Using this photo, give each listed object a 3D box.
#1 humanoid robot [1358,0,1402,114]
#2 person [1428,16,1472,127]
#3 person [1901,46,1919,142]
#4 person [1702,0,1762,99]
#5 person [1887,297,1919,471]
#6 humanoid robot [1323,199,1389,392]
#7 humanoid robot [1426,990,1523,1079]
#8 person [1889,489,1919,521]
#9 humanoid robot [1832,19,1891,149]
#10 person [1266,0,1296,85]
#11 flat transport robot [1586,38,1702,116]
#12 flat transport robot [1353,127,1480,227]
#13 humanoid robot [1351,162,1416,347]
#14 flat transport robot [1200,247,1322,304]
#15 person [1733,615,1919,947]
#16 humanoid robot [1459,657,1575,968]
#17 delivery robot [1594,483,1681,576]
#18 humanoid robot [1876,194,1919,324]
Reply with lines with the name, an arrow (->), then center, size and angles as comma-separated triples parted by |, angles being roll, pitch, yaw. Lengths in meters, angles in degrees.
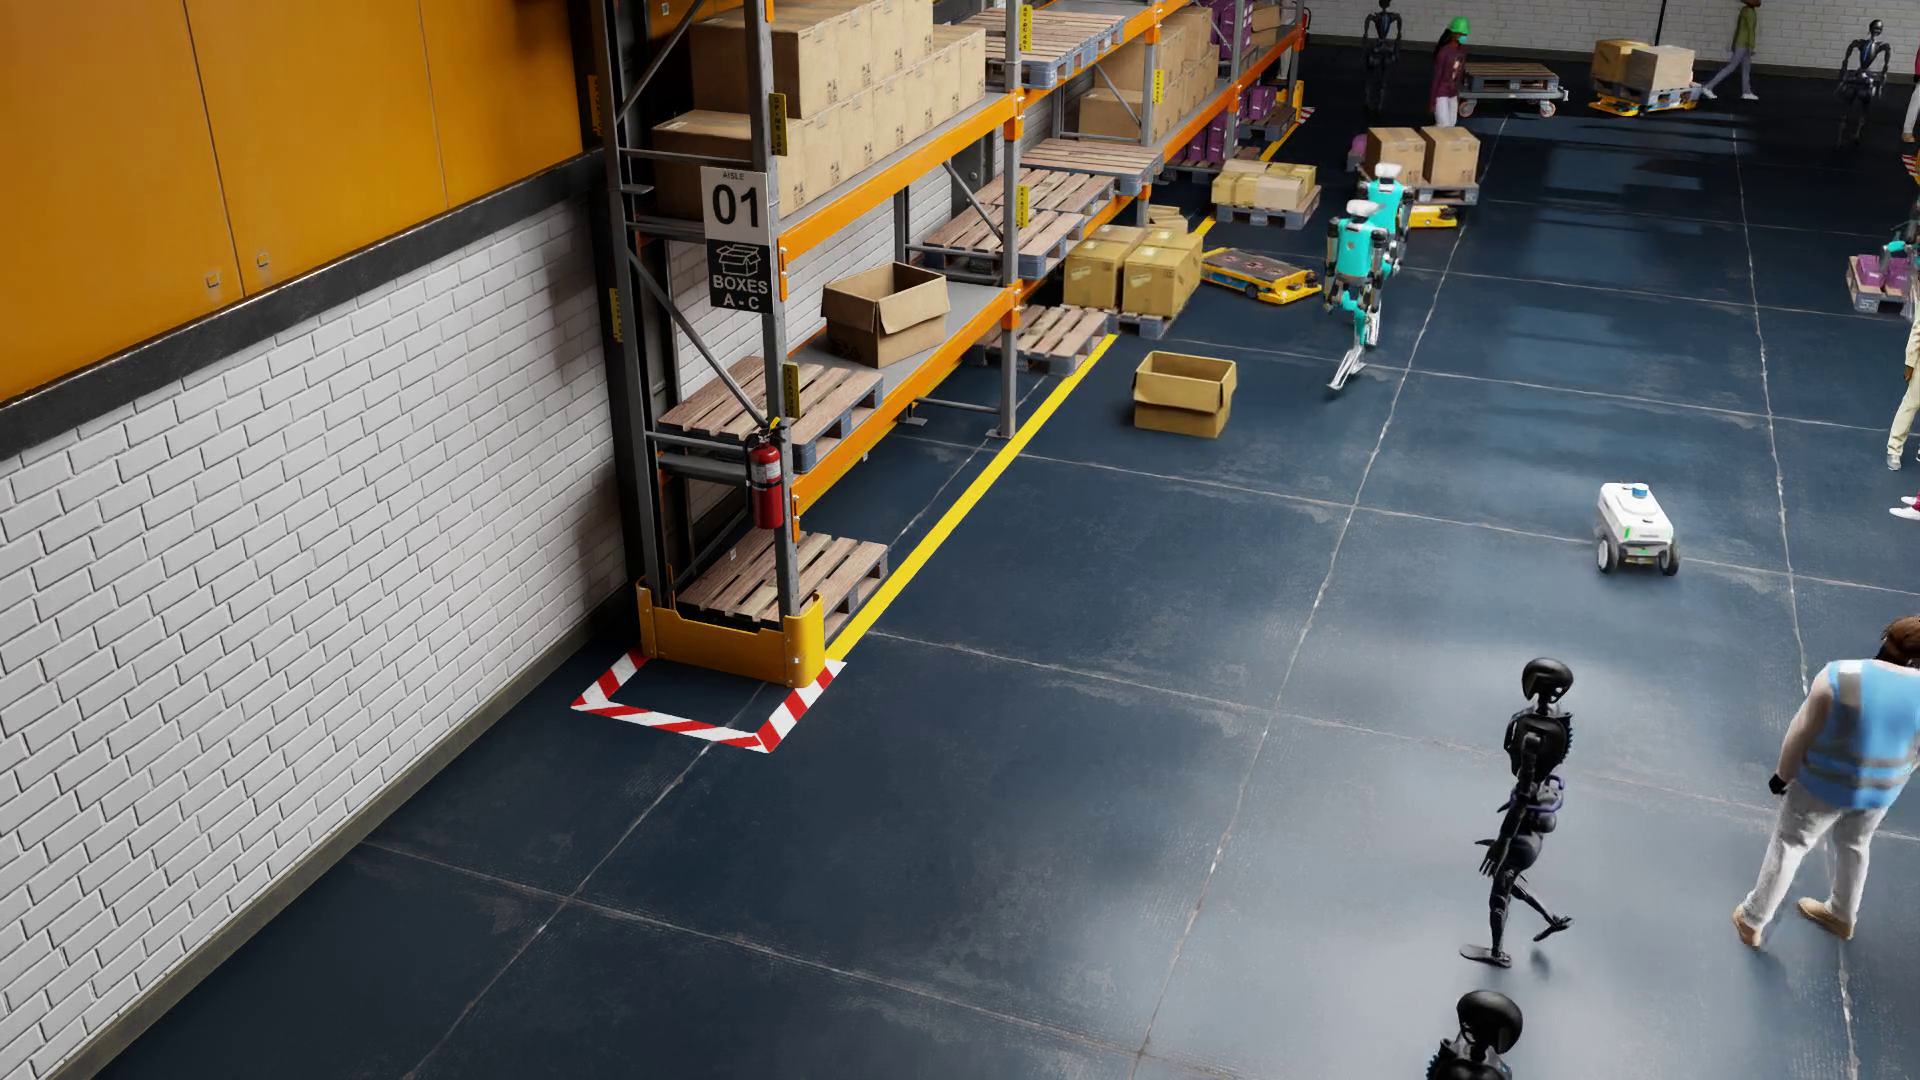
humanoid robot -> 5.968, -6.891, 23.577 | 0.593, 1.645, 0.402 | -1, 27, -3
person -> 6.015, -5.556, 20.721 | 0.511, 1.925, 0.589 | -21, 34, -35
person -> 12.992, -6.222, 22.106 | 0.633, 1.839, 0.429 | -2, 27, -4
person -> 11.448, -7.269, 24.403 | 0.841, 1.600, 0.507 | 5, 28, 10
person -> 7.543, -1.355, 12.767 | 0.561, 1.742, 0.335 | 2, 27, 3
humanoid robot -> 3.429, -2.107, 14.242 | 0.544, 1.726, 1.037 | 20, 33, 33
humanoid robot -> 1.769, 2.236, 5.905 | 0.709, 1.631, 0.600 | 7, 28, 14
person -> 7.123, -0.916, 12.049 | 0.280, 1.628, 0.501 | 22, 35, 36
humanoid robot -> 11.803, -5.985, 21.832 | 0.602, 1.644, 0.579 | 21, 34, 35
person -> 4.924, -7.925, 25.302 | 0.375, 1.940, 0.627 | 8, 28, 15
flat transport robot -> 9.882, -6.342, 24.052 | 1.431, 0.231, 0.659 | -12, 30, -22
flat transport robot -> 5.275, -3.935, 19.383 | 0.659, 0.231, 1.431 | 0, 27, 0
humanoid robot -> 3.872, -2.686, 15.407 | 0.542, 1.767, 1.041 | 7, 28, 14
flat transport robot -> 2.931, -2.726, 17.039 | 0.659, 0.231, 1.431 | -23, 35, -37
person -> 4.187, 1.147, 7.855 | 0.661, 1.803, 0.434 | 2, 27, 3
humanoid robot -> 2.671, 1.305, 7.691 | 0.483, 1.647, 0.598 | 13, 30, 24
delivery robot -> 4.714, -0.102, 11.632 | 0.499, 0.591, 0.781 | 2, 27, 4
humanoid robot -> 9.195, -3.021, 16.037 | 0.534, 1.766, 0.977 | -2, 27, -3
